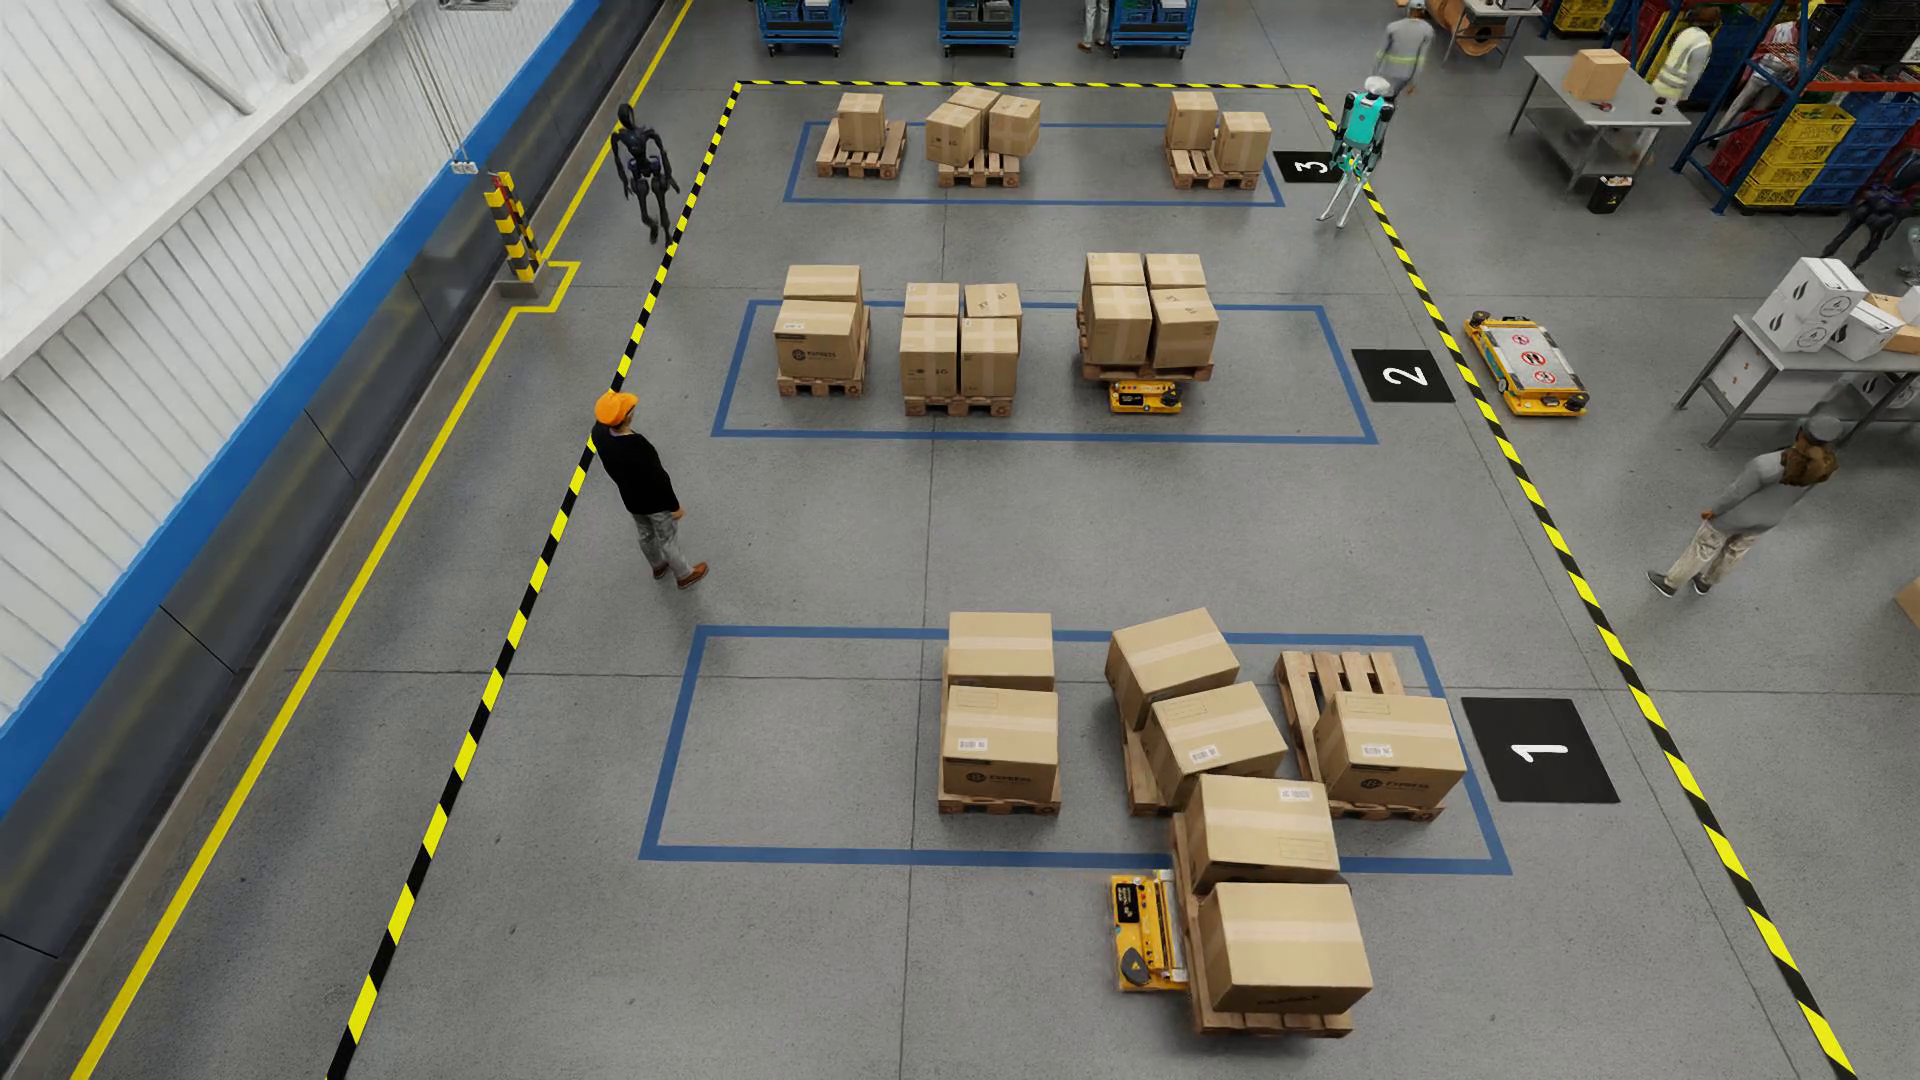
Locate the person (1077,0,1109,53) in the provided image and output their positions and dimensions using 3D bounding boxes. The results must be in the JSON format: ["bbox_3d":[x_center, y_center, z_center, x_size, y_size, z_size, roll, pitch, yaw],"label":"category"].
[{"bbox_3d":[2.060,-8.315,13.627,0.637,1.936,0.358,-20,52,-16],"label":"person"}]

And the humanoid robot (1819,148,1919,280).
[{"bbox_3d":[9.725,-3.505,9.641,0.554,1.645,0.611,-2,49,-1],"label":"humanoid robot"}]

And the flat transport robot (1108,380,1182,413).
[{"bbox_3d":[1.773,-1.807,9.079,0.652,0.197,1.431,1,49,1],"label":"flat transport robot"}]

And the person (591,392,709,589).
[{"bbox_3d":[-2.303,-0.333,6.754,0.585,1.884,0.362,23,53,18],"label":"person"}]

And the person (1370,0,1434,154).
[{"bbox_3d":[5.527,-5.876,11.618,0.599,1.795,0.895,7,50,6],"label":"person"}]

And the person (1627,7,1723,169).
[{"bbox_3d":[8.807,-5.575,11.344,0.446,1.802,0.656,8,50,7],"label":"person"}]

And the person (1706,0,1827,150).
[{"bbox_3d":[10.183,-5.806,11.526,0.598,1.827,0.404,16,51,13],"label":"person"}]

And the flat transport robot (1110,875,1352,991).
[{"bbox_3d":[1.657,2.337,5.492,1.431,0.197,0.652,1,49,1],"label":"flat transport robot"}]

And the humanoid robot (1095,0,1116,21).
[{"bbox_3d":[2.374,-8.993,14.386,0.472,1.638,0.609,-11,50,-9],"label":"humanoid robot"}]

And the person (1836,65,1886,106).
[{"bbox_3d":[11.326,-5.788,11.499,0.469,1.859,0.587,4,49,3],"label":"person"}]

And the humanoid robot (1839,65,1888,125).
[{"bbox_3d":[11.196,-5.411,11.219,0.537,1.753,0.683,-25,54,-20],"label":"humanoid robot"}]

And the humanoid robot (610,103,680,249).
[{"bbox_3d":[-3.415,-3.970,10.042,0.610,1.643,0.358,-7,50,-6],"label":"humanoid robot"}]

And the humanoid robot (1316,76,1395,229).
[{"bbox_3d":[4.487,-4.355,10.242,0.533,1.677,0.735,35,57,26],"label":"humanoid robot"}]

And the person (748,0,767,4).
[{"bbox_3d":[-3.407,-9.836,14.934,0.596,1.958,0.370,4,49,4],"label":"person"}]

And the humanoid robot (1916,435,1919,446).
[{"bbox_3d":[8.660,-1.139,7.616,0.601,1.630,0.776,5,49,4],"label":"humanoid robot"}]

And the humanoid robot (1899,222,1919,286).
[{"bbox_3d":[10.532,-3.497,9.562,0.767,1.749,0.543,22,53,18],"label":"humanoid robot"}]

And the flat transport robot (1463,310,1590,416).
[{"bbox_3d":[5.573,-1.757,9.054,0.659,0.231,1.431,1,49,1],"label":"flat transport robot"}]

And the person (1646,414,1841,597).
[{"bbox_3d":[5.773,-0.205,6.718,0.572,1.767,0.395,-1,49,-1],"label":"person"}]

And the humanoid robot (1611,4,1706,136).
[{"bbox_3d":[9.065,-6.061,11.862,0.714,1.623,0.601,35,58,27],"label":"humanoid robot"}]
